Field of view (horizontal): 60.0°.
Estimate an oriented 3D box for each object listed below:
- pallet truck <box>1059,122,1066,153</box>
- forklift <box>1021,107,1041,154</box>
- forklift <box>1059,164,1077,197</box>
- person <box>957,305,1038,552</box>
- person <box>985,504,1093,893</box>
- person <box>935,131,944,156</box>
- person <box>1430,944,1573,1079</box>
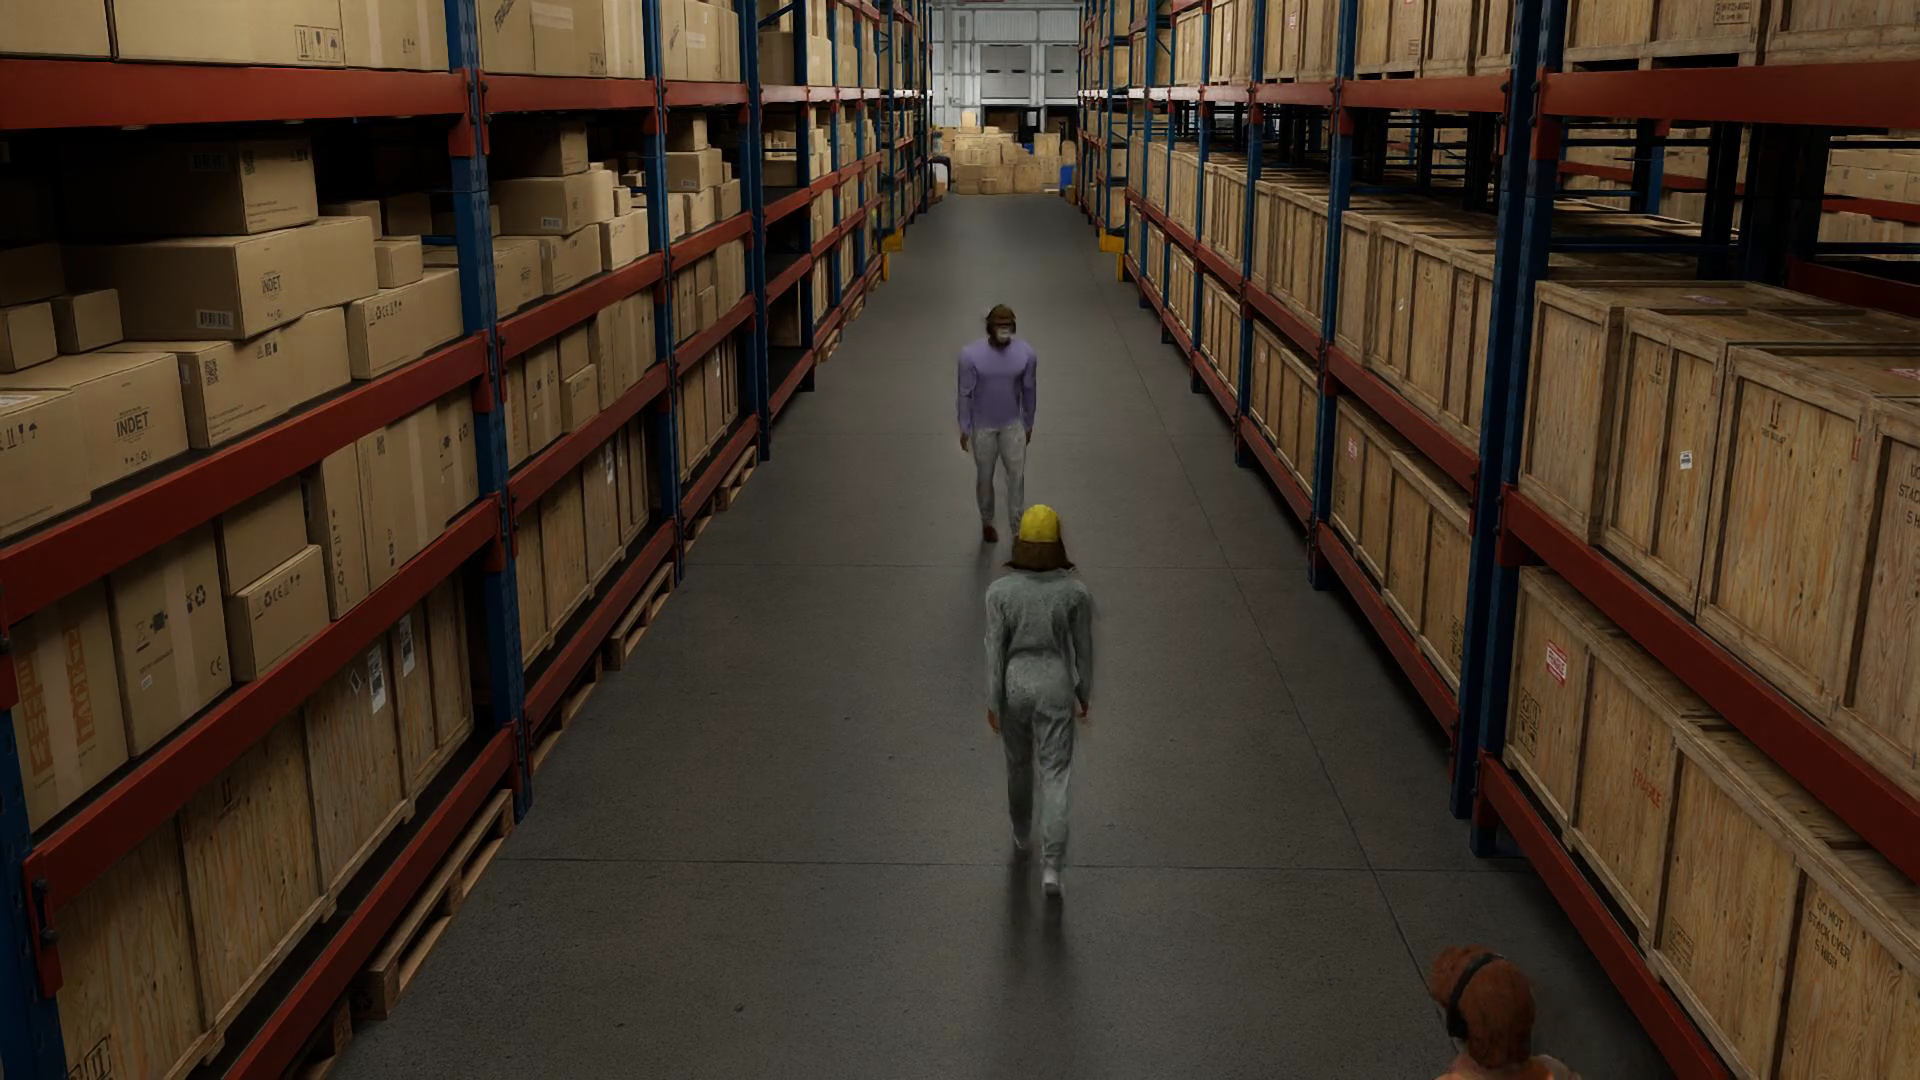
[{"bbox_3d":[5.788,-21.111,88.014,1.885,1.965,0.823,5,16,18],"label":"pallet truck"},{"bbox_3d":[3.463,-19.675,80.996,1.129,2.768,1.873,-7,17,-24],"label":"forklift"},{"bbox_3d":[4.306,-12.978,56.077,1.873,2.768,1.129,0,15,1],"label":"forklift"},{"bbox_3d":[0.297,-0.842,12.780,0.645,1.894,0.952,-2,15,-6],"label":"person"},{"bbox_3d":[0.352,0.697,7.444,0.490,1.702,0.883,1,15,3],"label":"person"},{"bbox_3d":[-0.906,-16.397,70.692,1.006,1.898,0.634,2,15,7],"label":"person"},{"bbox_3d":[1.132,1.696,3.911,0.527,1.598,0.838,-9,17,-30],"label":"person"}]
